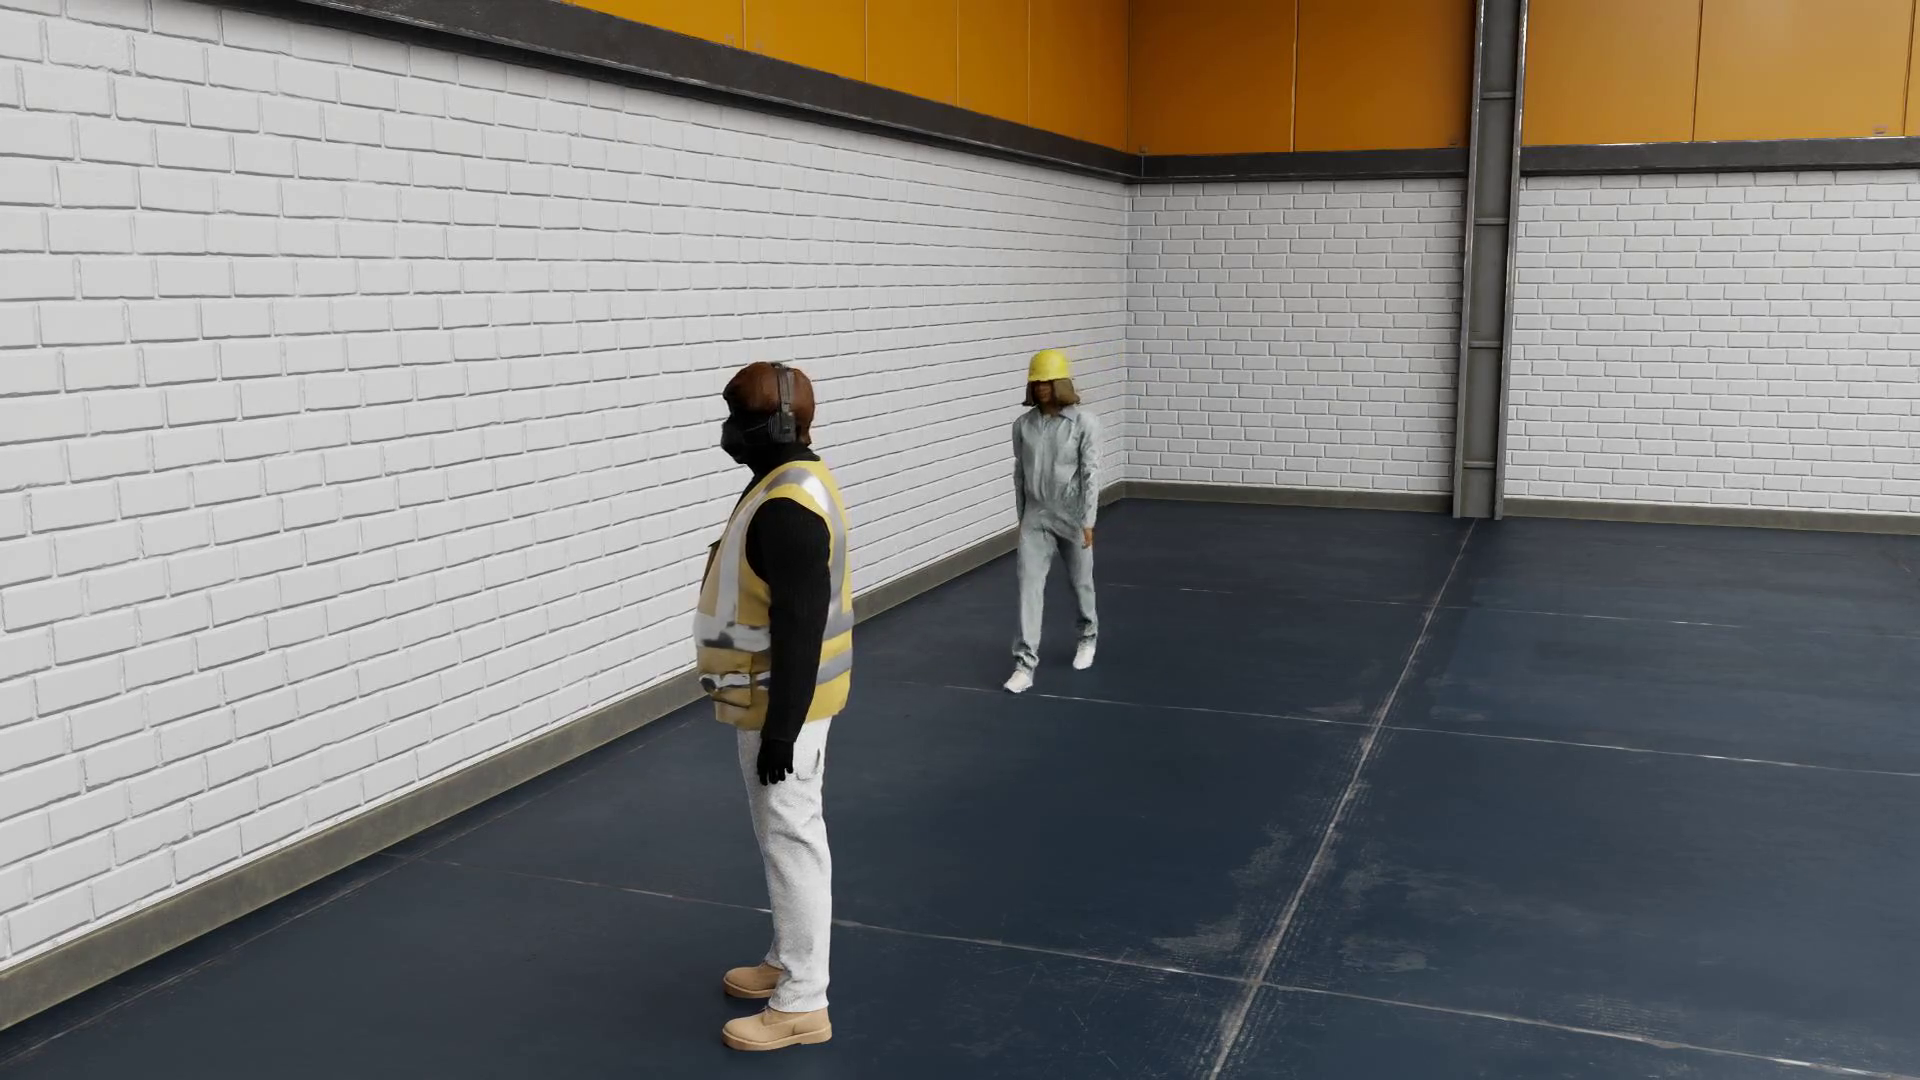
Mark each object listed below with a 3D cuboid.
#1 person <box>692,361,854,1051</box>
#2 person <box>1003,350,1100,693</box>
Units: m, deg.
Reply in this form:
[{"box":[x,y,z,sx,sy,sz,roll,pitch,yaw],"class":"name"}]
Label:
[{"box":[-0.503,0.441,4.512,0.429,1.842,0.634,-1,9,-6],"class":"person"},{"box":[0.497,-0.123,8.496,0.494,1.701,0.892,4,10,23],"class":"person"}]
